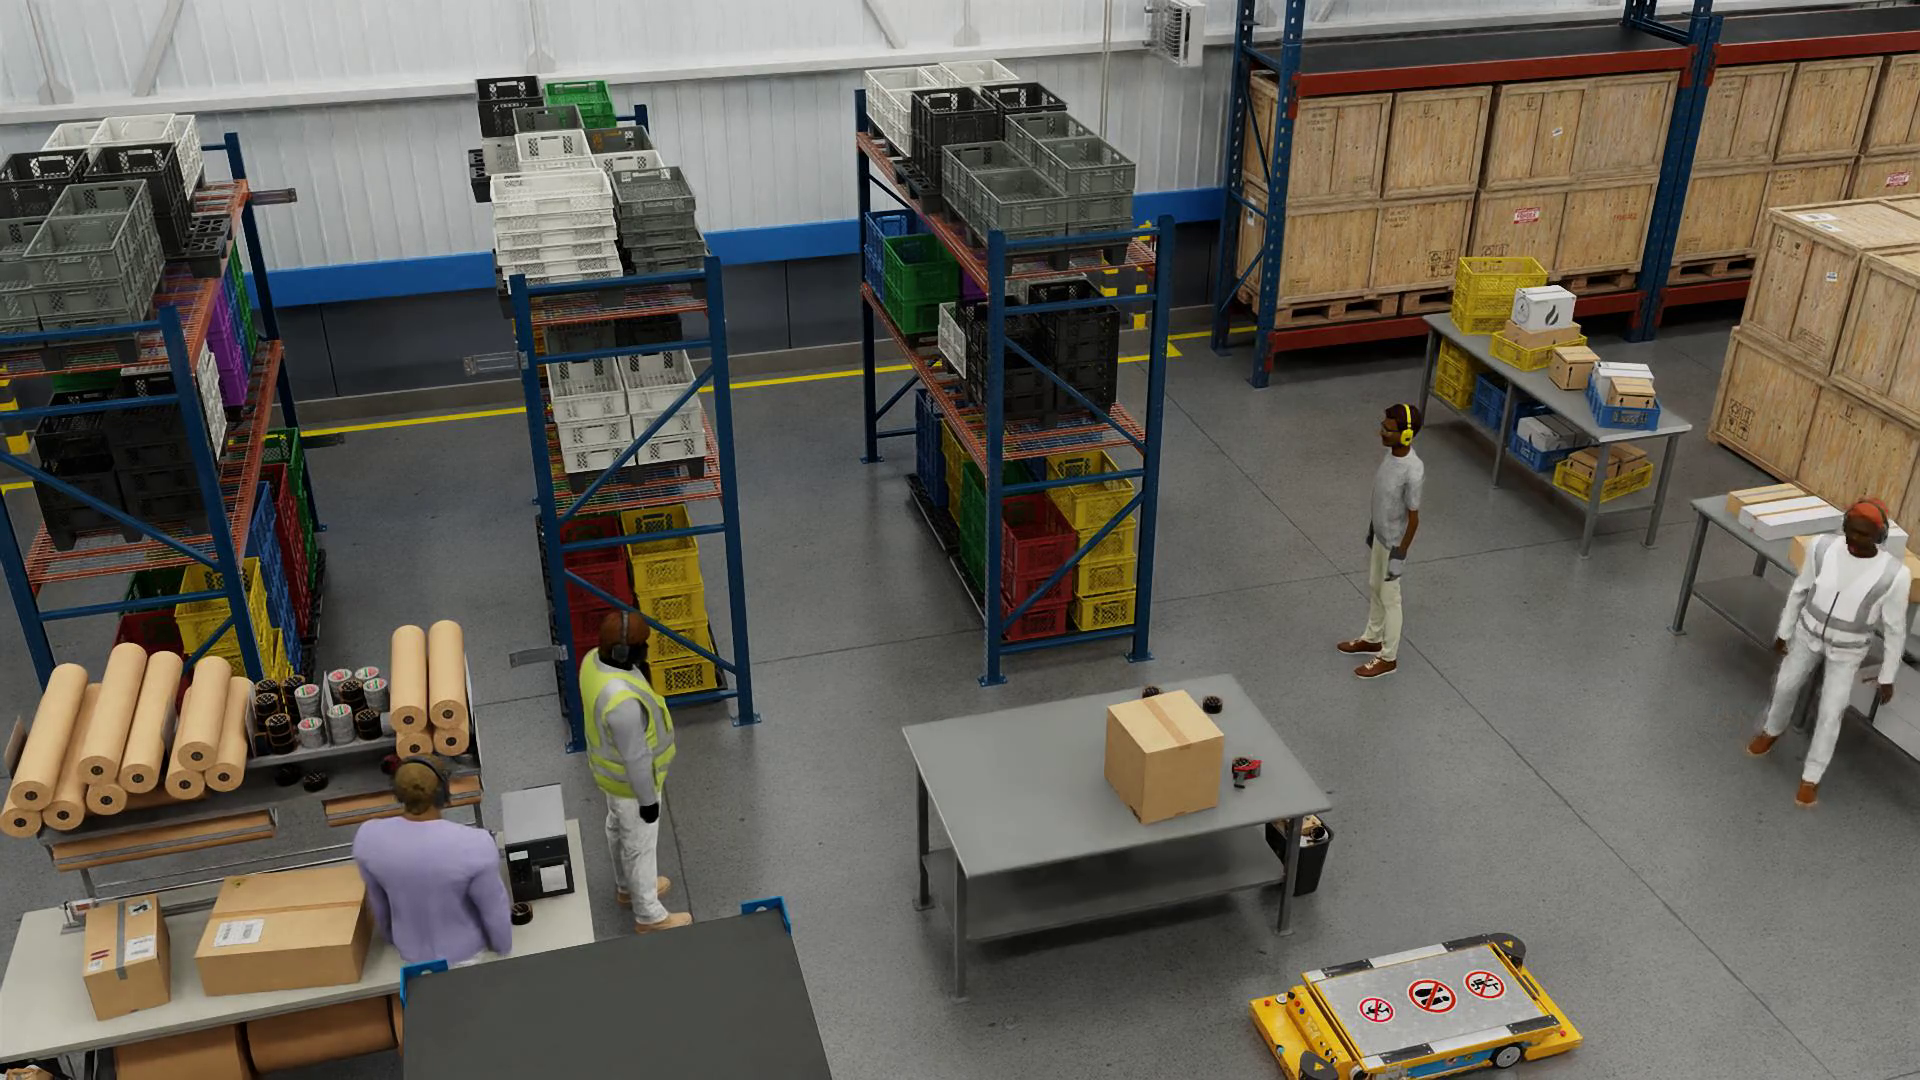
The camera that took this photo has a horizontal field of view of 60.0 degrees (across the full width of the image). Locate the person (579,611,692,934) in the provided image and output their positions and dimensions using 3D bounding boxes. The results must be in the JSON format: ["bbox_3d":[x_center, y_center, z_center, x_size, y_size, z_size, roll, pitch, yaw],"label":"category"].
[{"bbox_3d":[-1.643,1.169,8.393,0.430,1.838,0.619,-13,31,-22],"label":"person"}]

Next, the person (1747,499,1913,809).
[{"bbox_3d":[4.967,0.608,9.365,0.486,1.888,0.751,-19,34,-31],"label":"person"}]

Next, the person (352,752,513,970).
[{"bbox_3d":[-2.240,1.754,7.237,0.628,1.930,0.370,3,29,6],"label":"person"}]

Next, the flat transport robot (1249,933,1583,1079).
[{"bbox_3d":[2.184,2.282,7.980,1.431,0.197,0.652,-8,30,-14],"label":"flat transport robot"}]

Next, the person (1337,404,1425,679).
[{"bbox_3d":[2.688,0.003,10.477,0.328,1.874,0.521,-3,29,-6],"label":"person"}]
